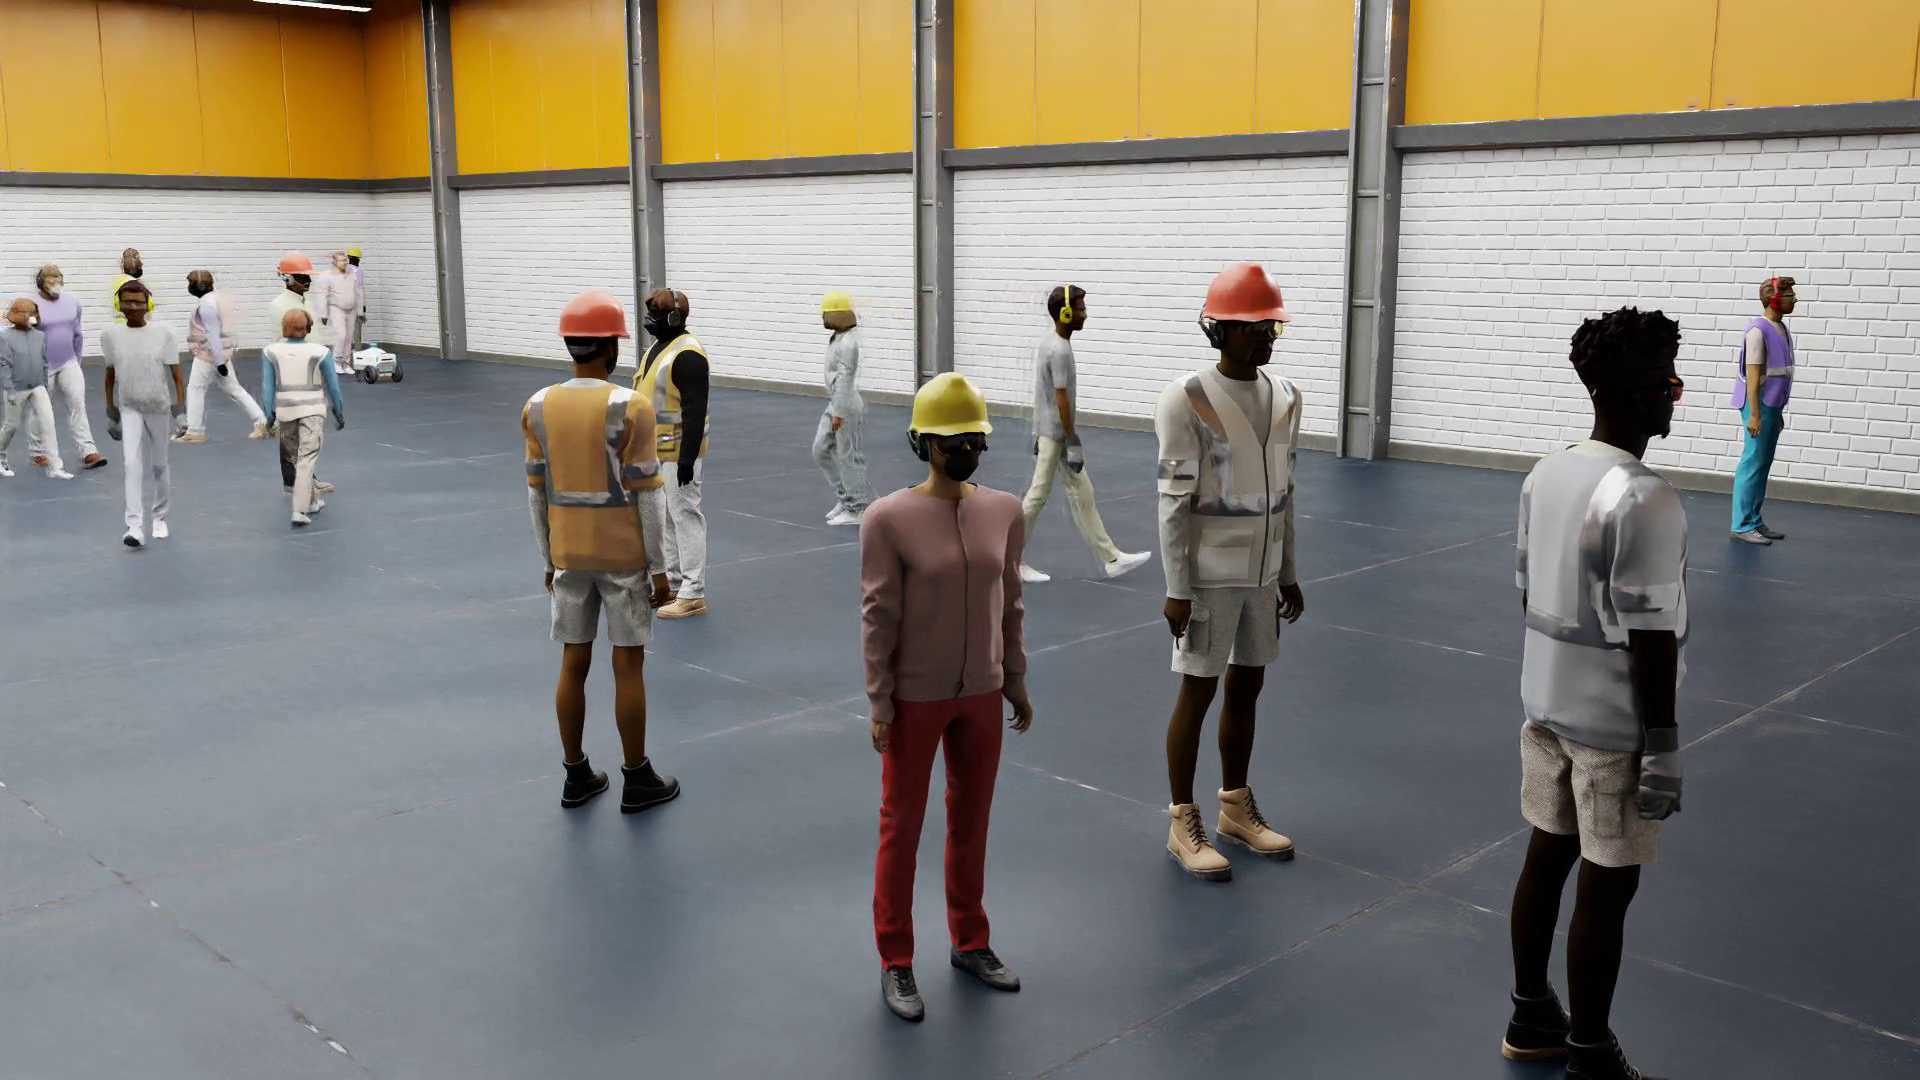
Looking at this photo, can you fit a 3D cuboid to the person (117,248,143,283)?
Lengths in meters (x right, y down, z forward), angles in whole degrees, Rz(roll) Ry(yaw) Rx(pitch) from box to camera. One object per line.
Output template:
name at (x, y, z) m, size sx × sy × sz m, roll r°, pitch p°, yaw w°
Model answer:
person at (-12.813, -3.548, 25.769) m, size 0.634 × 1.938 × 0.355 m, roll 10°, pitch 14°, yaw 44°

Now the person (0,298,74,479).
person at (-8.252, -1.335, 14.645) m, size 0.842 × 1.594 × 0.502 m, roll 5°, pitch 12°, yaw 27°

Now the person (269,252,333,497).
person at (-5.404, -1.350, 13.633) m, size 0.396 × 1.992 × 0.623 m, roll 0°, pitch 10°, yaw 0°

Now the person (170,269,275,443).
person at (-7.677, -1.905, 17.229) m, size 0.961 × 1.800 × 0.604 m, roll -2°, pitch 11°, yaw -9°

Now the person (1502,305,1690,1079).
person at (1.574, 0.417, 4.073) m, size 0.367 × 1.966 × 0.606 m, roll -2°, pitch 11°, yaw -9°

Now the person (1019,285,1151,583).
person at (0.698, -0.620, 10.122) m, size 0.964 × 1.814 × 0.559 m, roll 1°, pitch 10°, yaw 4°

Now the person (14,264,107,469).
person at (-8.241, -1.562, 15.135) m, size 0.959 × 1.873 × 0.633 m, roll 7°, pitch 13°, yaw 35°

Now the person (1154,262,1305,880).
person at (0.927, 0.103, 5.577) m, size 0.607 × 2.044 × 0.378 m, roll -8°, pitch 13°, yaw -36°

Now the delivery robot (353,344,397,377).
delivery robot at (-8.510, -2.611, 24.179) m, size 0.707 × 0.478 × 0.477 m, roll 9°, pitch 14°, yaw 41°

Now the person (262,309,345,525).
person at (-4.899, -0.927, 12.424) m, size 0.535 × 1.588 × 0.878 m, roll -1°, pitch 10°, yaw -3°

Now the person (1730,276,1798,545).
person at (5.590, -0.904, 11.589) m, size 0.378 × 1.848 × 0.569 m, roll 9°, pitch 14°, yaw 40°

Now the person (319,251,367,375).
person at (-9.442, -3.473, 25.501) m, size 0.503 × 1.890 × 0.659 m, roll 6°, pitch 12°, yaw 28°

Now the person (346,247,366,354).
person at (-10.835, -4.272, 29.779) m, size 0.584 × 1.919 × 0.388 m, roll 6°, pitch 12°, yaw 30°

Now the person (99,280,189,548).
person at (-5.598, -0.865, 11.439) m, size 0.535 × 1.821 × 0.950 m, roll -4°, pitch 11°, yaw -19°

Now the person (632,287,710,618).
person at (-1.631, -0.491, 9.360) m, size 0.429 × 1.846 × 0.625 m, roll -6°, pitch 12°, yaw -30°

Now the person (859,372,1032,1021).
person at (-0.030, 0.422, 4.593) m, size 0.523 × 1.769 × 0.313 m, roll -7°, pitch 12°, yaw -32°

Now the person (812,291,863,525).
person at (-0.890, -0.958, 12.232) m, size 0.385 × 1.730 × 0.486 m, roll -3°, pitch 11°, yaw -17°

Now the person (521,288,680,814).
person at (-1.321, 0.050, 6.151) m, size 0.544 × 1.939 × 0.353 m, roll 3°, pitch 11°, yaw 17°

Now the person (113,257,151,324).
person at (-11.340, -2.965, 22.901) m, size 0.653 × 1.824 × 0.479 m, roll 9°, pitch 14°, yaw 42°
